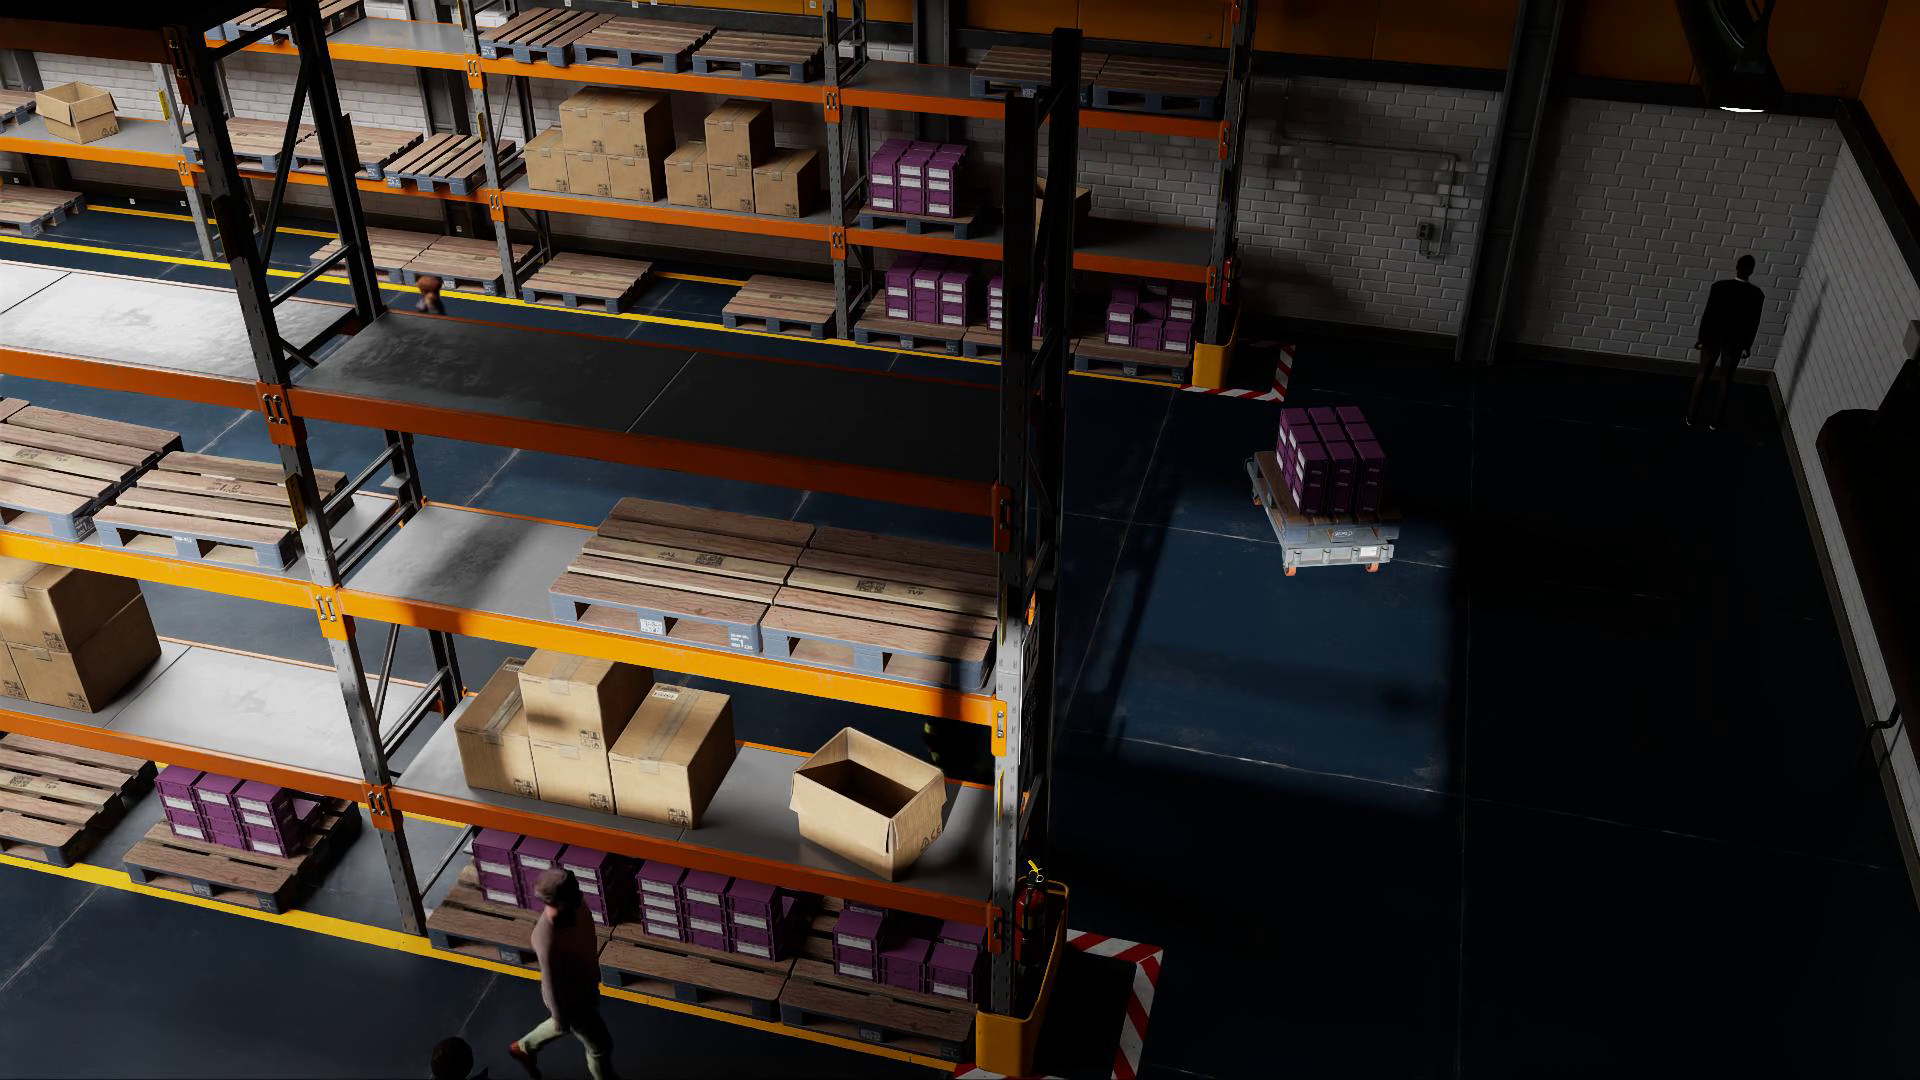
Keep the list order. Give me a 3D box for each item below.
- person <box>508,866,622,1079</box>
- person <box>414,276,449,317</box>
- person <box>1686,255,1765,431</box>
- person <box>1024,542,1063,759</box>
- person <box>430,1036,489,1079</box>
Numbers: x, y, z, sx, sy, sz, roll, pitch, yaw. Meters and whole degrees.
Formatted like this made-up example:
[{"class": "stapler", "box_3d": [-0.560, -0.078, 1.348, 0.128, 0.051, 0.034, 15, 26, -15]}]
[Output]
[{"class": "person", "box_3d": [-2.271, 2.547, 9.421, 1.178, 1.847, 0.795, 4, 34, 6]}, {"class": "person", "box_3d": [-5.239, -1.948, 16.548, 0.731, 1.443, 0.641, 15, 37, 22]}, {"class": "person", "box_3d": [7.446, -1.932, 16.201, 0.557, 1.800, 0.768, 16, 37, 22]}, {"class": "person", "box_3d": [0.510, 0.751, 12.190, 0.791, 1.772, 0.835, -27, 42, -34]}, {"class": "person", "box_3d": [-2.535, 3.204, 8.601, 0.591, 1.659, 0.658, 25, 41, 33]}]
